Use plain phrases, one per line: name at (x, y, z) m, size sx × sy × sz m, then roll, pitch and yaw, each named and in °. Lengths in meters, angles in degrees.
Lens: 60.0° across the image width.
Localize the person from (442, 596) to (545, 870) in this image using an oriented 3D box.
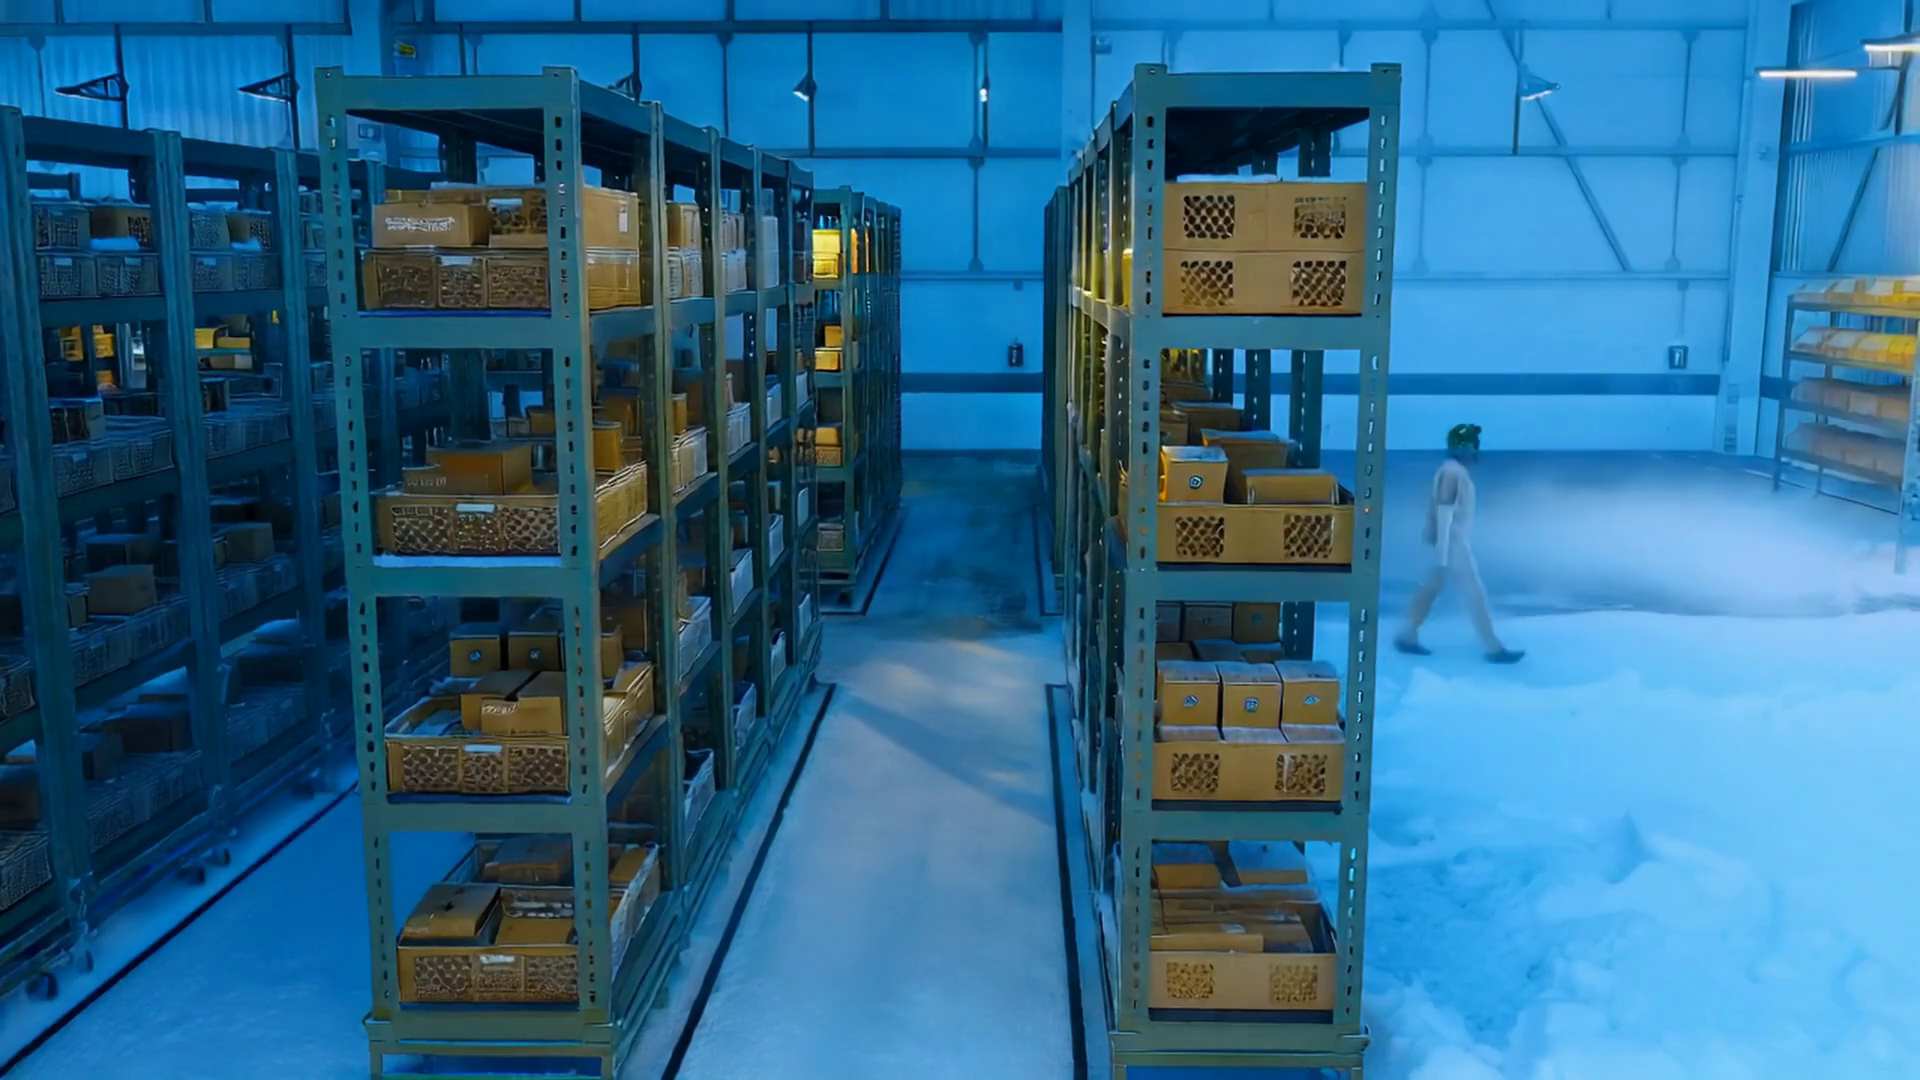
person at (-2.333, 0.629, 8.494) m, size 0.618 × 1.945 × 1.023 m, roll 0°, pitch 10°, yaw -1°

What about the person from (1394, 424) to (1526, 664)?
person at (3.742, 0.024, 12.457) m, size 0.961 × 1.791 × 0.583 m, roll 3°, pitch 10°, yaw 18°
